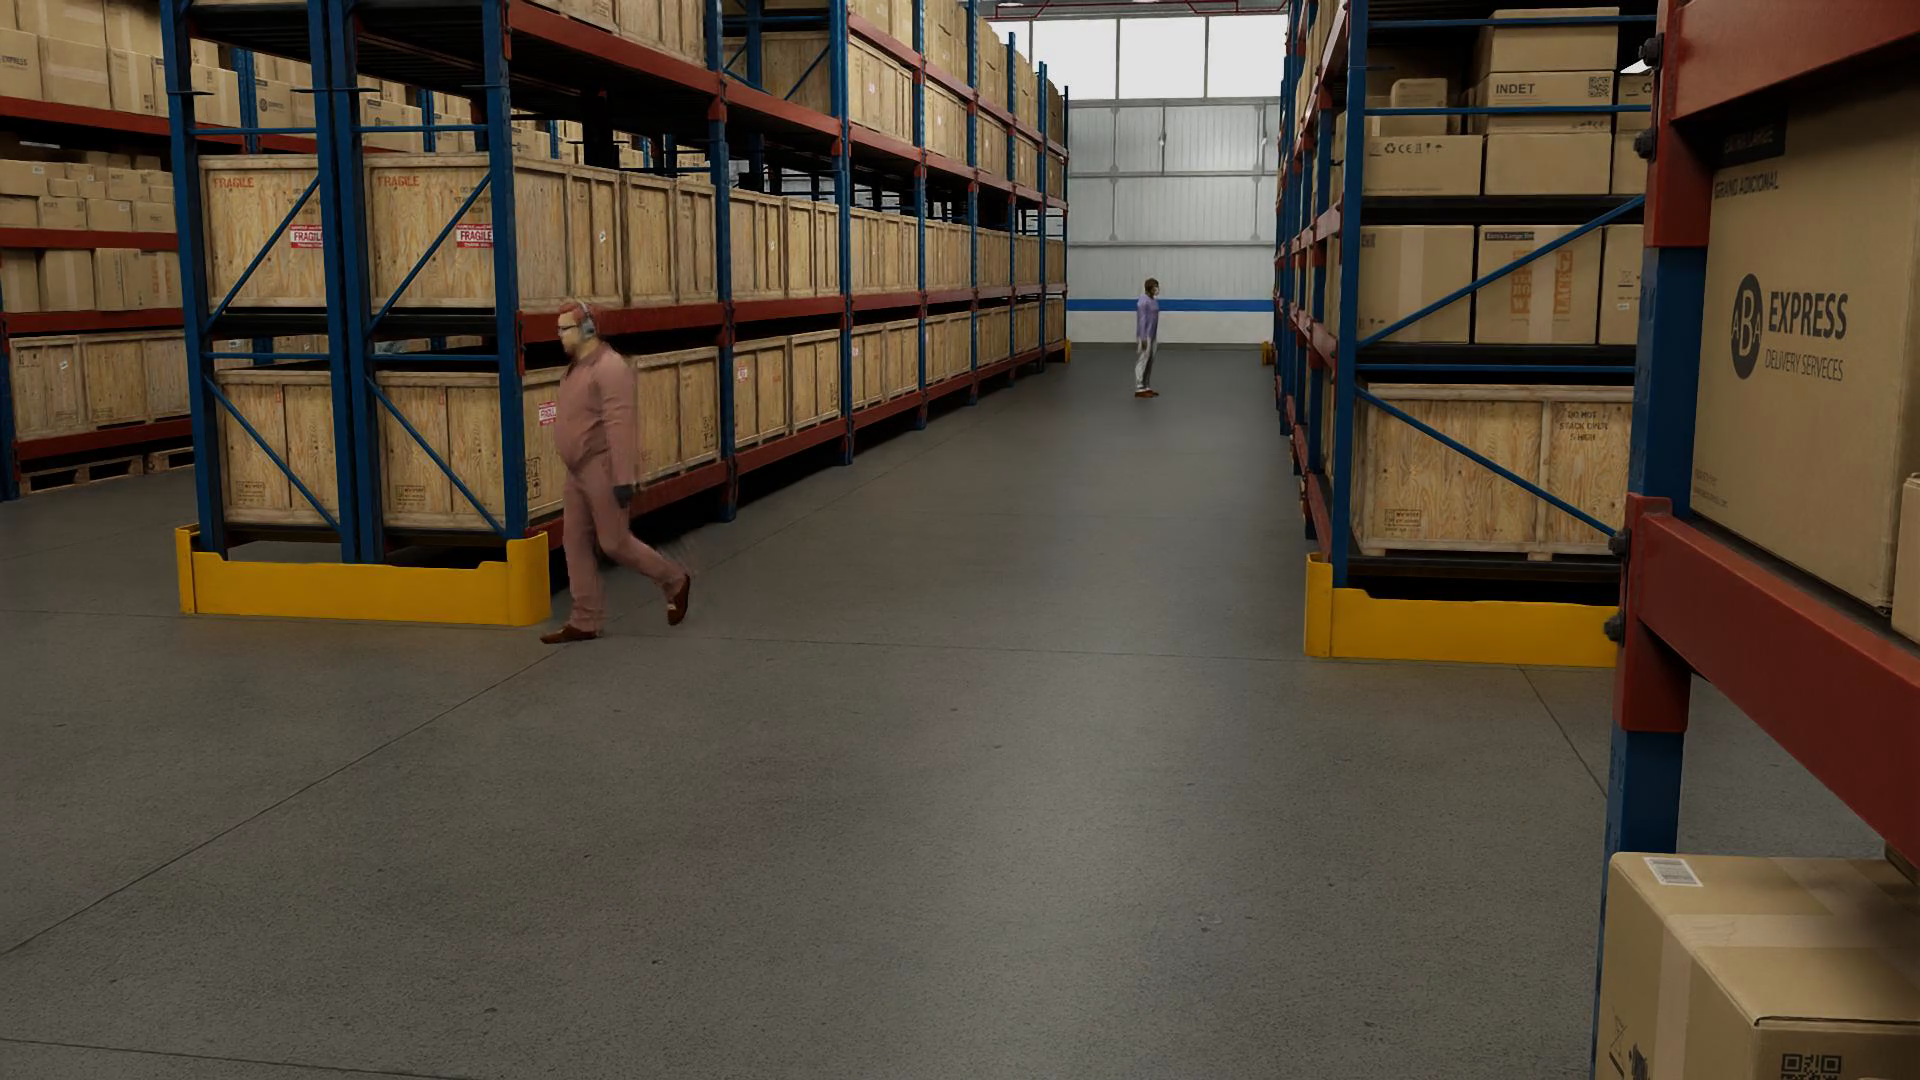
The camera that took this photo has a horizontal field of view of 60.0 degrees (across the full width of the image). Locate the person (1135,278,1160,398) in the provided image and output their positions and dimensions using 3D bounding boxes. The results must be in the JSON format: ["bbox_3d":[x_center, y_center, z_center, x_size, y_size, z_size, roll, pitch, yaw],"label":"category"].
[{"bbox_3d":[3.032,-3.257,26.850,0.369,1.930,0.628,5,10,27],"label":"person"}]

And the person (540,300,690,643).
[{"bbox_3d":[-1.929,-0.382,9.163,0.793,1.876,0.667,-6,11,-35],"label":"person"}]

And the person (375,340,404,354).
[{"bbox_3d":[-6.338,-1.765,18.202,0.509,1.719,0.618,-1,9,-6],"label":"person"}]
